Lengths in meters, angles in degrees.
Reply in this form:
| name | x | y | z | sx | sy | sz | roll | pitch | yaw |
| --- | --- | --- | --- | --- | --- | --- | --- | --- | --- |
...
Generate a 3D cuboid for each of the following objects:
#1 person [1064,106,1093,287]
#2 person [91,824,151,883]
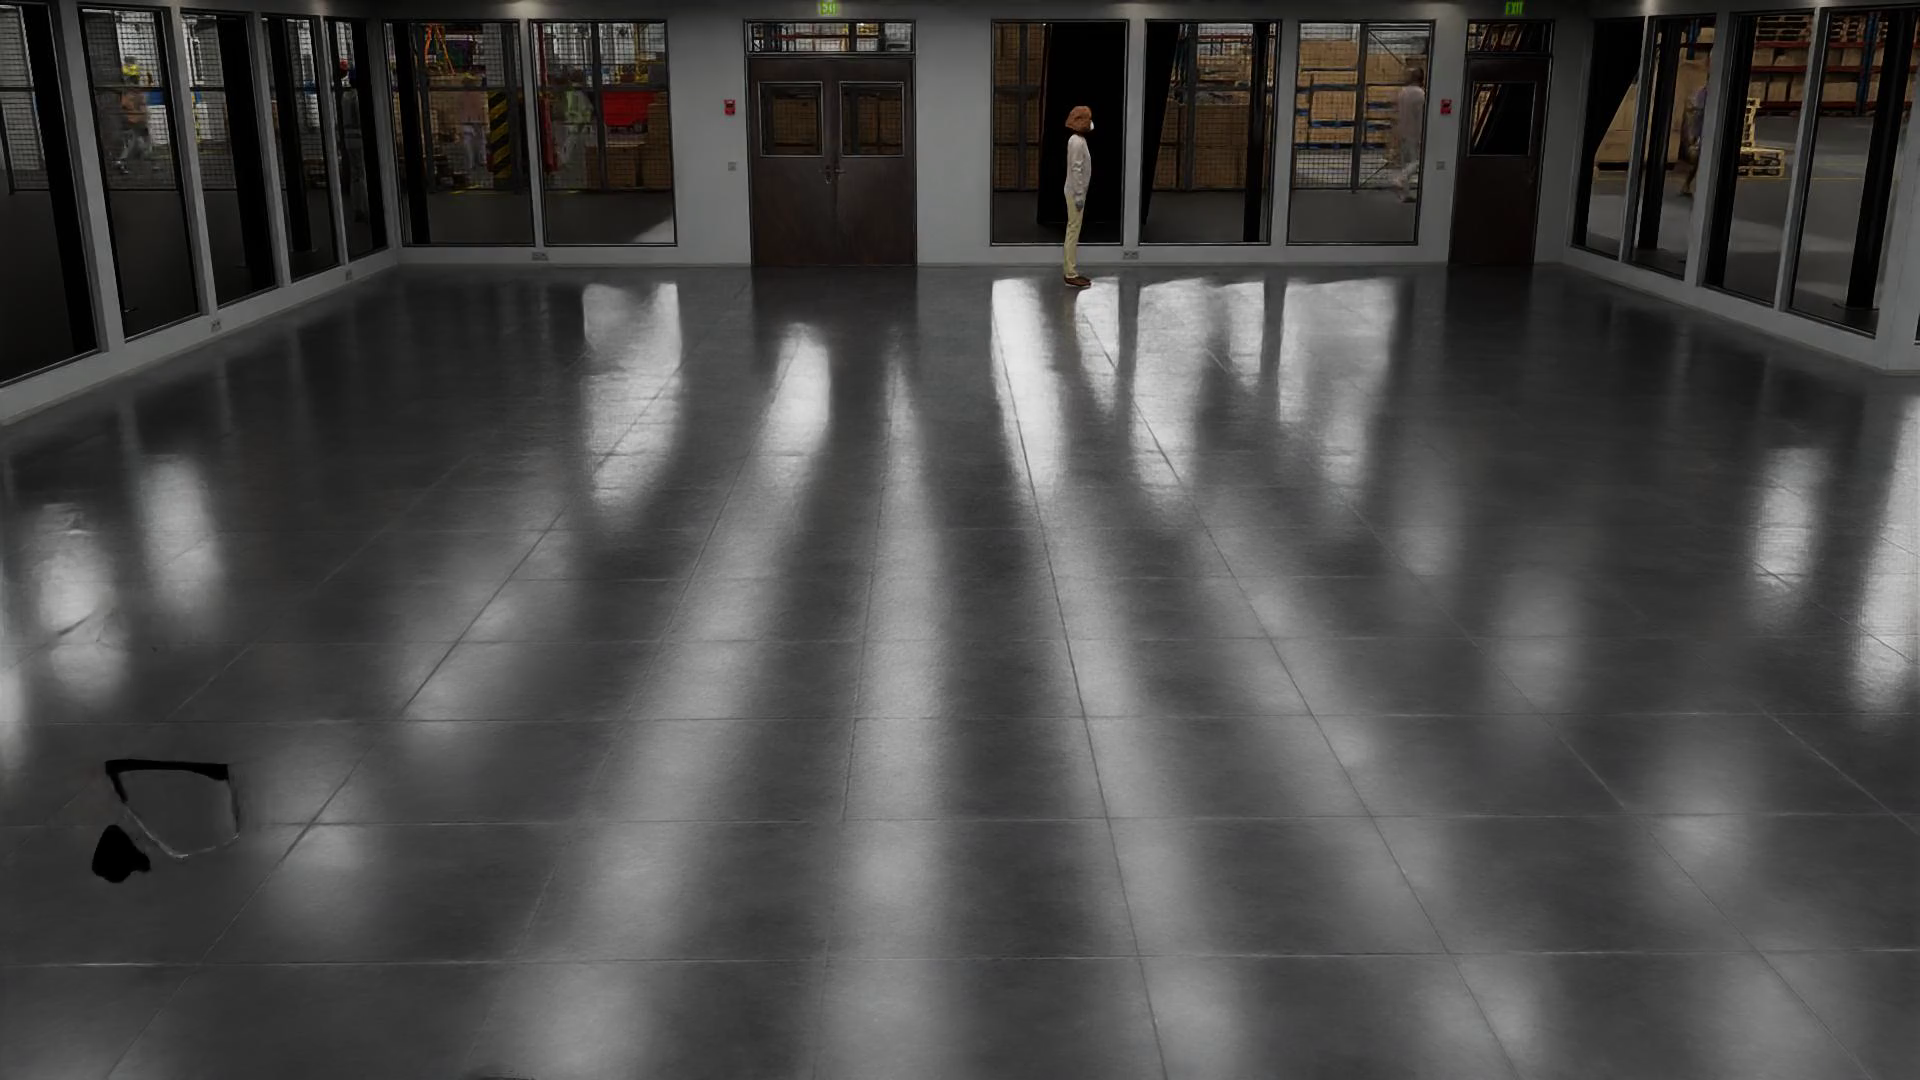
| name | x | y | z | sx | sy | sz | roll | pitch | yaw |
| --- | --- | --- | --- | --- | --- | --- | --- | --- | --- |
| person | 1.098 | -3.176 | 15.383 | 0.279 | 1.634 | 0.499 | 1 | 16 | 4 |
| person | -0.468 | 0.913 | 1.083 | 0.520 | 1.865 | 0.335 | -7 | 18 | -23 |
